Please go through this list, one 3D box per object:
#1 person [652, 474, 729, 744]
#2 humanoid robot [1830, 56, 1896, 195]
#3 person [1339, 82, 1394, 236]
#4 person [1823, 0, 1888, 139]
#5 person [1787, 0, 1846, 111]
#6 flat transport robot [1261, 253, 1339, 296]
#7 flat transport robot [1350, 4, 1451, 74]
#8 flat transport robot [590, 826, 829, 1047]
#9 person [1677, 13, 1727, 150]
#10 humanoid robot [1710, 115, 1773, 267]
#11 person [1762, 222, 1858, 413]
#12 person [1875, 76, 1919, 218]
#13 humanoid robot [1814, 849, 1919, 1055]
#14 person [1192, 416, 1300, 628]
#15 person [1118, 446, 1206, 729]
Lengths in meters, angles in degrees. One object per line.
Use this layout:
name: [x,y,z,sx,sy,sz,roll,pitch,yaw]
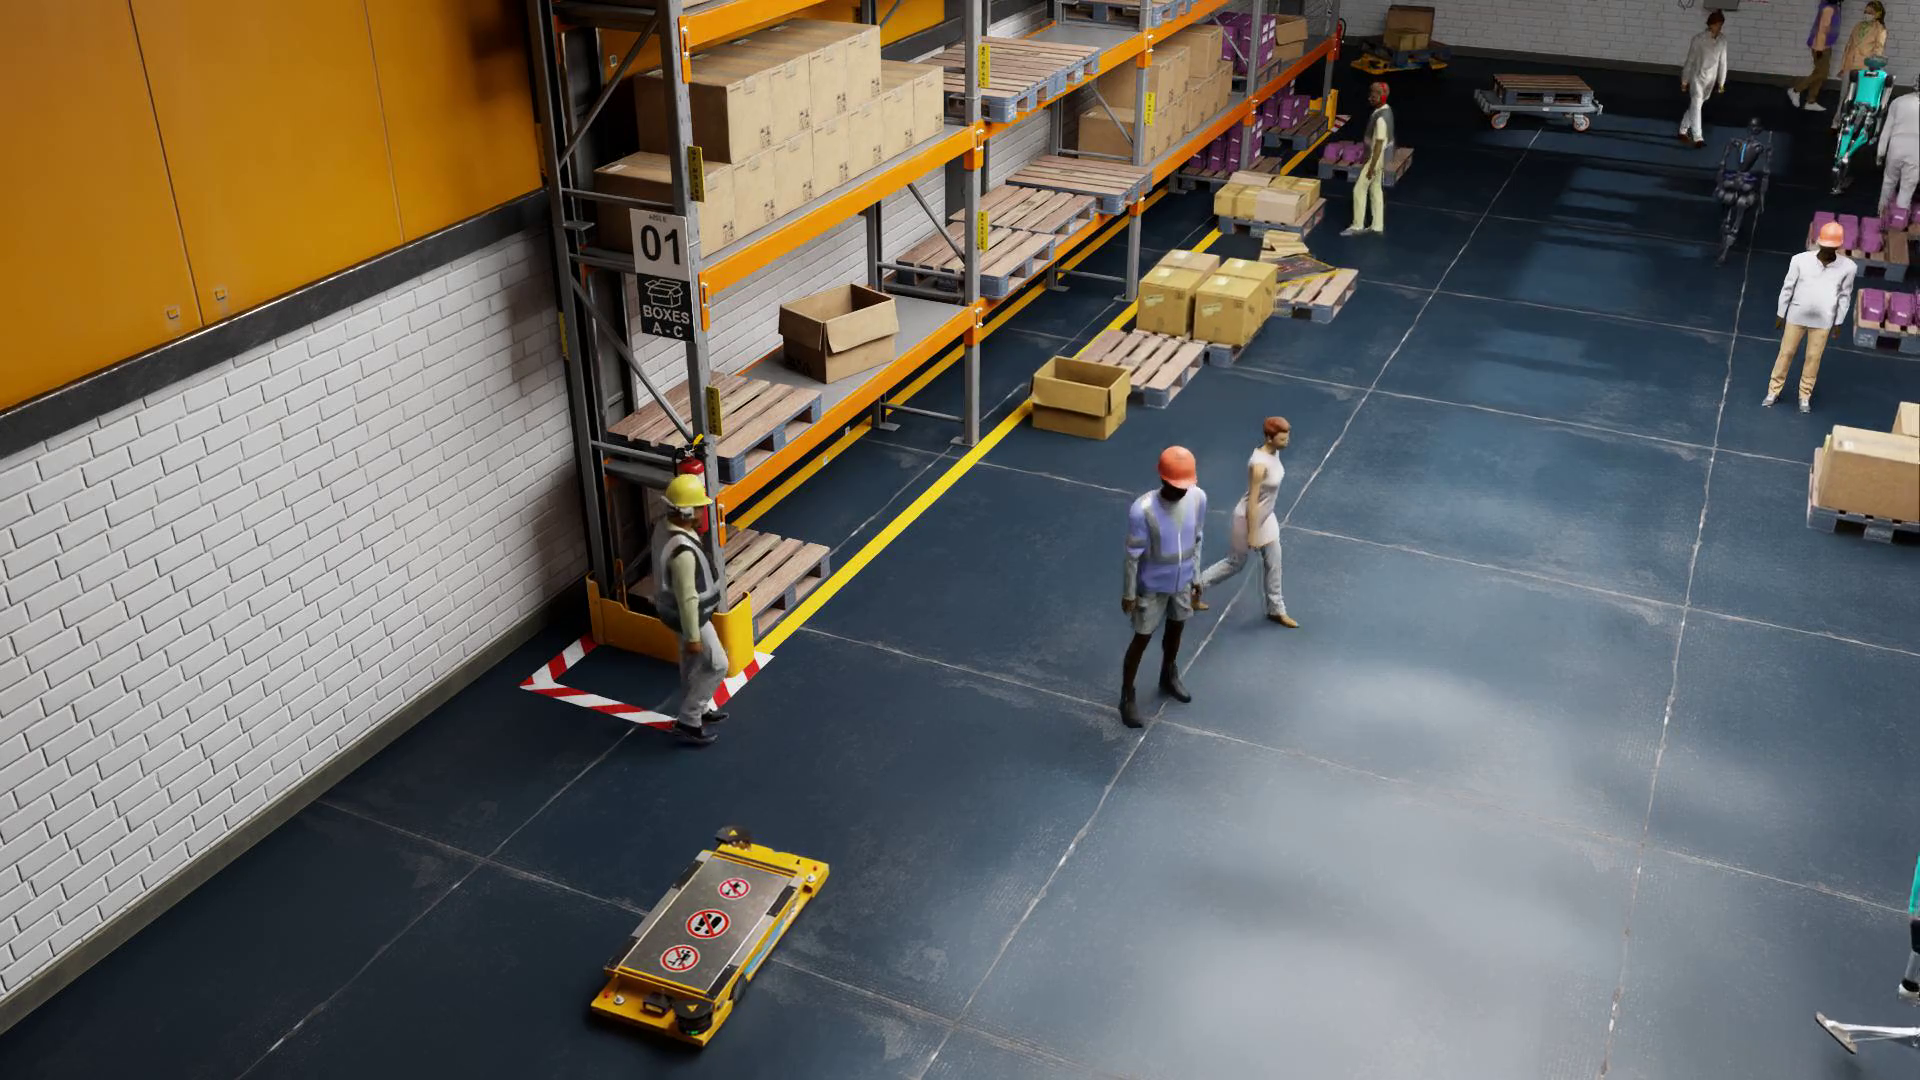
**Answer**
person: [-1.678,0.431,10.301,0.407,1.811,0.610,-11,30,-19]
humanoid robot: [11.061,-5.068,20.578,0.993,1.733,0.546,-23,36,-36]
person: [4.776,-4.403,19.267,0.493,1.819,0.630,7,29,13]
person: [12.556,-6.567,23.216,0.392,1.875,0.565,-15,32,-25]
person: [12.710,-7.293,24.508,0.479,1.918,0.560,18,33,30]
flat transport robot: [3.425,-2.803,17.925,1.431,0.231,0.659,-16,32,-27]
flat transport robot: [7.203,-7.847,27.279,1.431,0.231,0.659,-10,30,-17]
flat transport robot: [-1.304,2.078,8.875,0.659,0.231,1.431,11,30,19]
person: [10.222,-6.275,22.763,0.541,1.784,0.931,-4,29,-8]
humanoid robot: [8.702,-3.902,18.508,0.714,1.626,0.615,-25,37,-38]
person: [7.602,-1.994,14.862,0.572,1.748,0.335,13,31,23]
person: [11.158,-4.568,19.543,0.659,1.846,1.014,19,34,31]
humanoid robot: [4.574,1.953,7.582,1.028,1.735,0.544,23,36,36]
person: [2.005,-0.159,11.598,0.816,1.615,0.498,15,32,25]
person: [1.285,0.262,10.519,0.593,1.919,0.442,-13,31,-23]
